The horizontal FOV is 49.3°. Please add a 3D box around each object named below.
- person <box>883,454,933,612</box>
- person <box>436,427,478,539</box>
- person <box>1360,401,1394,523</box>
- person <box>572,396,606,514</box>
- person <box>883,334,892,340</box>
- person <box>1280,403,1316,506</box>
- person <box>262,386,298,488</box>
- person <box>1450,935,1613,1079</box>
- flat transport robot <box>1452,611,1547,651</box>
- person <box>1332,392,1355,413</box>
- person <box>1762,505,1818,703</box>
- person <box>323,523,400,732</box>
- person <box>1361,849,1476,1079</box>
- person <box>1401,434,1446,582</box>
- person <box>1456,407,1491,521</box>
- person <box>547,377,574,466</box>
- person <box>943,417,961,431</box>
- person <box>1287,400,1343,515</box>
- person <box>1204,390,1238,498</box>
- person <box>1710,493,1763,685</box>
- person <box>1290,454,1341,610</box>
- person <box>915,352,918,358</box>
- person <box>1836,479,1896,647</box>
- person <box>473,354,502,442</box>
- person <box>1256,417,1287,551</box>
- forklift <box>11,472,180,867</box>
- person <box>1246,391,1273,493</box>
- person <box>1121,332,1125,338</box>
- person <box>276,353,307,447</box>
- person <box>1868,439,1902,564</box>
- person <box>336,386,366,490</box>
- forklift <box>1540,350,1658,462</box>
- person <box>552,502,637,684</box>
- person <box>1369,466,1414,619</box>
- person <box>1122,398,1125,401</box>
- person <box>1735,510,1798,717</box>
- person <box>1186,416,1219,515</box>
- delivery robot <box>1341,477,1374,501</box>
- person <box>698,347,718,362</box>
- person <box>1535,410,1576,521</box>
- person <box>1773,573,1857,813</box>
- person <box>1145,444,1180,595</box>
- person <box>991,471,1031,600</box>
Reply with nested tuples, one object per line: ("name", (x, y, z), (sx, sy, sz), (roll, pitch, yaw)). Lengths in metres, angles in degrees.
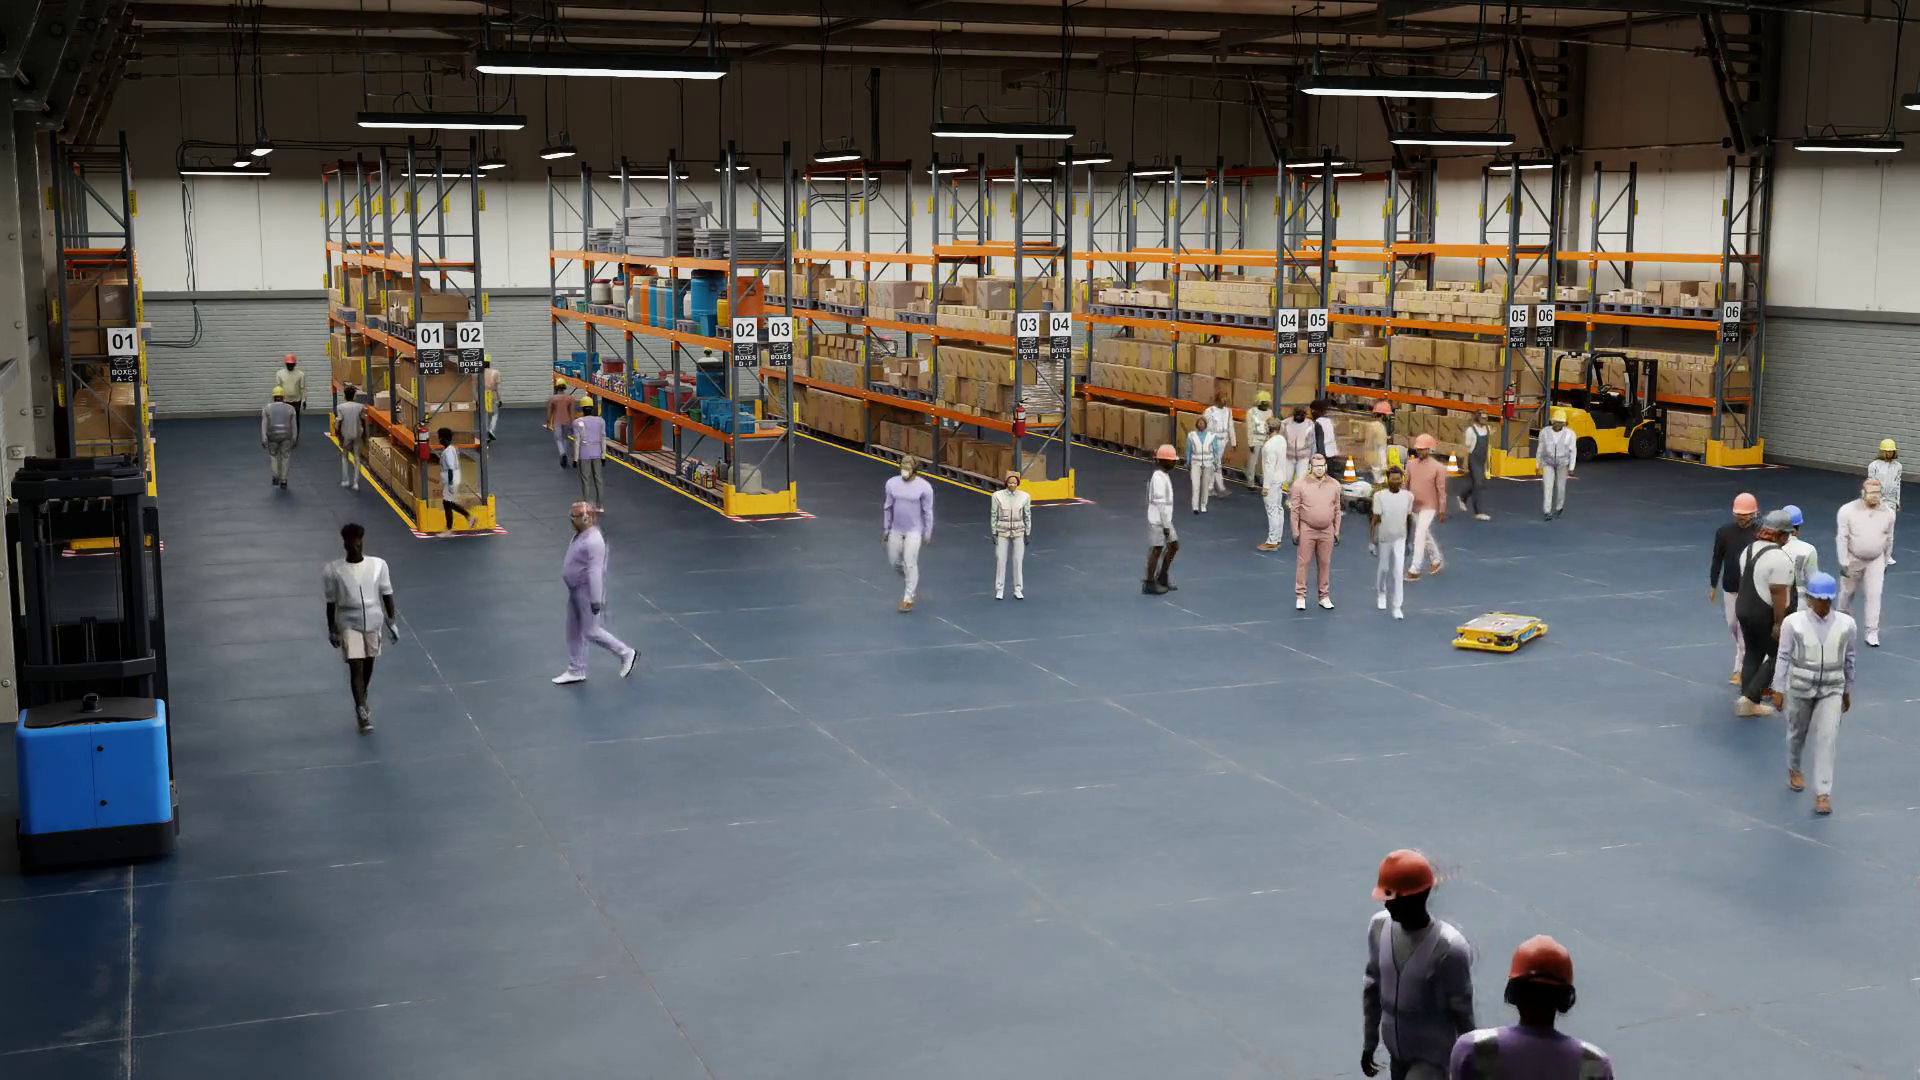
("person", (-0.616, -0.105, 25.592), (0.654, 1.925, 0.547), (4, 9, 24))
("person", (-7.597, -0.867, 31.481), (0.538, 1.670, 0.559), (-1, 9, -9))
("person", (6.647, -1.237, 33.149), (0.408, 1.920, 0.585), (-1, 9, -4))
("person", (-6.033, -1.372, 34.039), (0.591, 1.923, 0.381), (-6, 11, -37))
("person", (-2.001, -4.331, 53.821), (0.855, 1.916, 0.540), (2, 9, 14))
("person", (5.531, -1.354, 34.298), (0.650, 1.811, 0.610), (2, 9, 15))
("person", (-12.209, -1.850, 37.583), (0.628, 1.810, 0.612), (-3, 9, -21))
("person", (2.103, 2.516, 7.858), (0.677, 2.001, 0.723), (1, 9, 4))
("flat transport robot", (6.112, 1.026, 23.679), (0.652, 0.197, 1.431), (5, 10, 31))
("person", (8.863, -3.466, 48.069), (0.553, 1.912, 0.822), (-3, 9, -21))
("person", (8.134, 0.629, 20.613), (0.605, 1.951, 0.381), (8, 11, 42))
("person", (-5.654, 0.780, 19.734), (0.623, 1.925, 0.993), (-5, 10, -30))
("person", (2.153, 2.313, 9.640), (0.983, 1.892, 0.585), (-6, 11, -36))
("person", (6.205, -0.462, 27.921), (1.017, 1.951, 0.616), (-7, 11, -38))
("person", (8.210, -1.241, 33.569), (0.567, 1.817, 0.683), (-6, 11, -37))
("person", (-7.759, -2.288, 40.777), (0.528, 1.746, 0.736), (-4, 9, -26))
("person", (-0.168, -3.428, 47.886), (0.573, 1.883, 0.359), (-2, 9, -14))
("person", (5.813, -1.337, 34.019), (0.986, 1.856, 0.620), (5, 10, 32))
("person", (4.527, -1.653, 36.150), (0.599, 1.843, 0.920), (-5, 10, -32))
("person", (8.163, 0.461, 21.761), (0.649, 1.965, 0.909), (7, 11, 38))
("person", (4.365, -0.104, 25.644), (0.643, 1.909, 0.409), (-1, 9, -8))
("person", (-1.037, -3.360, 47.557), (0.523, 1.851, 0.419), (-2, 9, -15))
("person", (10.228, 0.207, 23.721), (0.626, 1.867, 0.958), (2, 9, 11))
("person", (-10.266, -3.093, 45.532), (0.608, 1.914, 0.415), (0, 9, 1))
("person", (4.520, -0.820, 30.314), (0.372, 1.940, 0.630), (4, 9, 24))
("forklift", (-6.630, 0.886, 15.957), (1.129, 2.768, 1.873), (-3, 9, -21))
("person", (5.303, -1.692, 36.570), (0.610, 1.795, 0.814), (-5, 10, -30))
("person", (4.405, -4.500, 54.989), (0.977, 1.893, 0.638), (-3, 9, -19))
("person", (-14.207, -2.975, 44.515), (0.650, 1.981, 0.421), (-2, 9, -13))
("person", (12.826, -0.533, 29.052), (0.488, 1.744, 0.295), (-1, 9, -8))
("person", (-10.872, -1.829, 37.415), (0.520, 1.830, 0.856), (-4, 9, -22))
("forklift", (12.897, -2.725, 42.309), (2.313, 2.155, 1.214), (-3, 9, -21))
("person", (-3.776, 0.534, 21.483), (0.787, 1.884, 0.650), (-4, 9, -24))
("person", (5.215, -0.018, 25.365), (0.531, 1.831, 0.957), (1, 9, 3))
("person", (4.591, -4.687, 56.243), (0.540, 1.887, 0.678), (-5, 10, -32))
("person", (7.677, 0.714, 19.890), (0.543, 2.000, 0.717), (-2, 9, -11))
("person", (3.937, -1.209, 34.055), (0.515, 1.594, 0.861), (0, 9, 2))
("delivery robot", (6.609, -0.788, 34.525), (0.477, 0.478, 0.707), (-7, 11, -38))
("person", (-6.203, -3.926, 51.595), (0.531, 1.767, 0.328), (-3, 9, -20))
("person", (9.525, -1.212, 33.499), (0.627, 1.781, 0.934), (3, 9, 17))
("person", (6.948, 1.186, 17.070), (0.629, 1.906, 0.991), (2, 9, 13))
("person", (2.610, -0.260, 26.645), (0.569, 1.915, 0.566), (2, 9, 11))
("person", (0.639, -0.059, 26.294), (0.503, 1.626, 0.323), (0, 9, -3))
